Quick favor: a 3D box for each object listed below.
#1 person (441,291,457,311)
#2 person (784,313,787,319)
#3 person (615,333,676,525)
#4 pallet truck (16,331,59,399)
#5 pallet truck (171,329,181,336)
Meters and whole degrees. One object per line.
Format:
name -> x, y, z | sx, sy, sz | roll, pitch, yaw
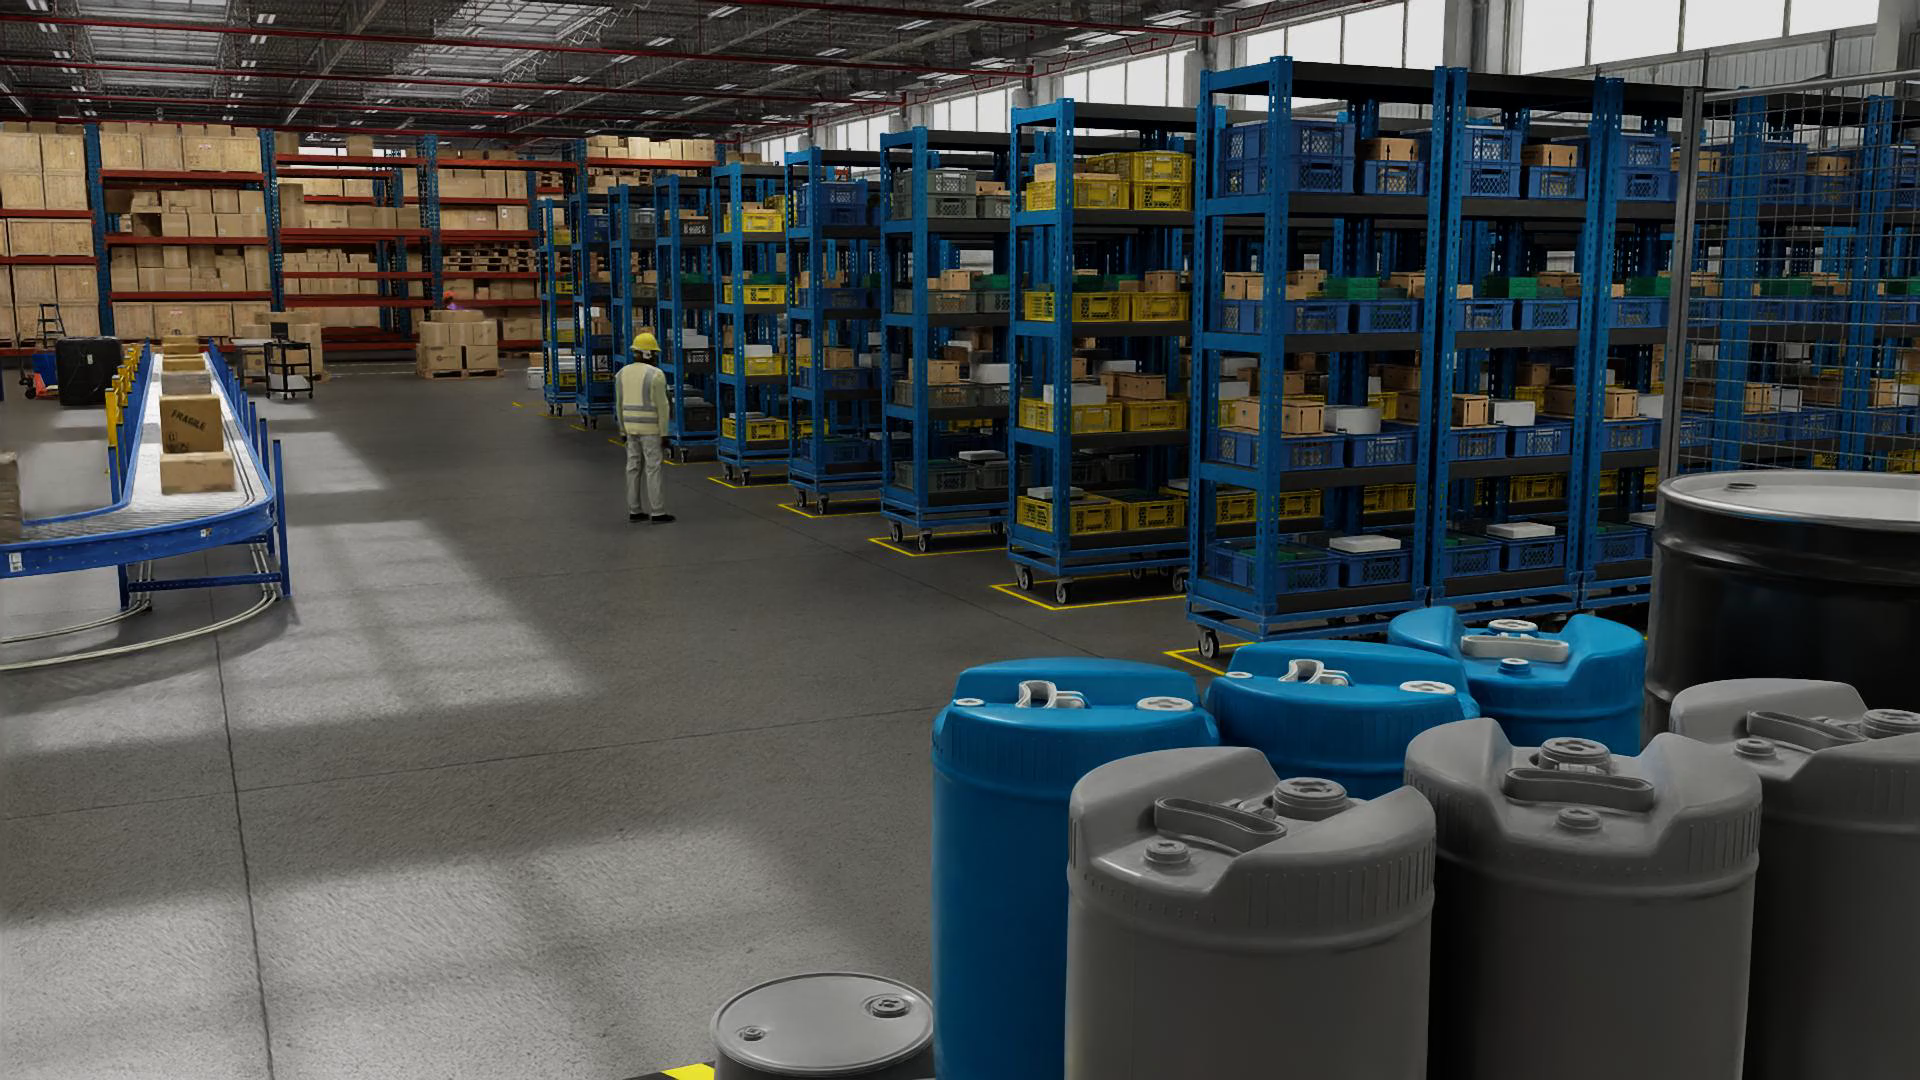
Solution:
person -> -13.549, -5.602, 43.847 | 0.933, 1.899, 0.556 | -4, 10, -25
person -> -5.016, -6.280, 48.499 | 0.331, 1.768, 0.527 | -4, 10, -21
person -> -3.008, -1.060, 15.921 | 0.591, 1.828, 0.404 | 5, 11, 30
pallet truck -> -17.082, -3.353, 31.781 | 1.630, 1.274, 0.653 | -4, 10, -25
pallet truck -> -17.275, -3.851, 35.096 | 1.601, 1.201, 0.680 | 0, 9, 1
